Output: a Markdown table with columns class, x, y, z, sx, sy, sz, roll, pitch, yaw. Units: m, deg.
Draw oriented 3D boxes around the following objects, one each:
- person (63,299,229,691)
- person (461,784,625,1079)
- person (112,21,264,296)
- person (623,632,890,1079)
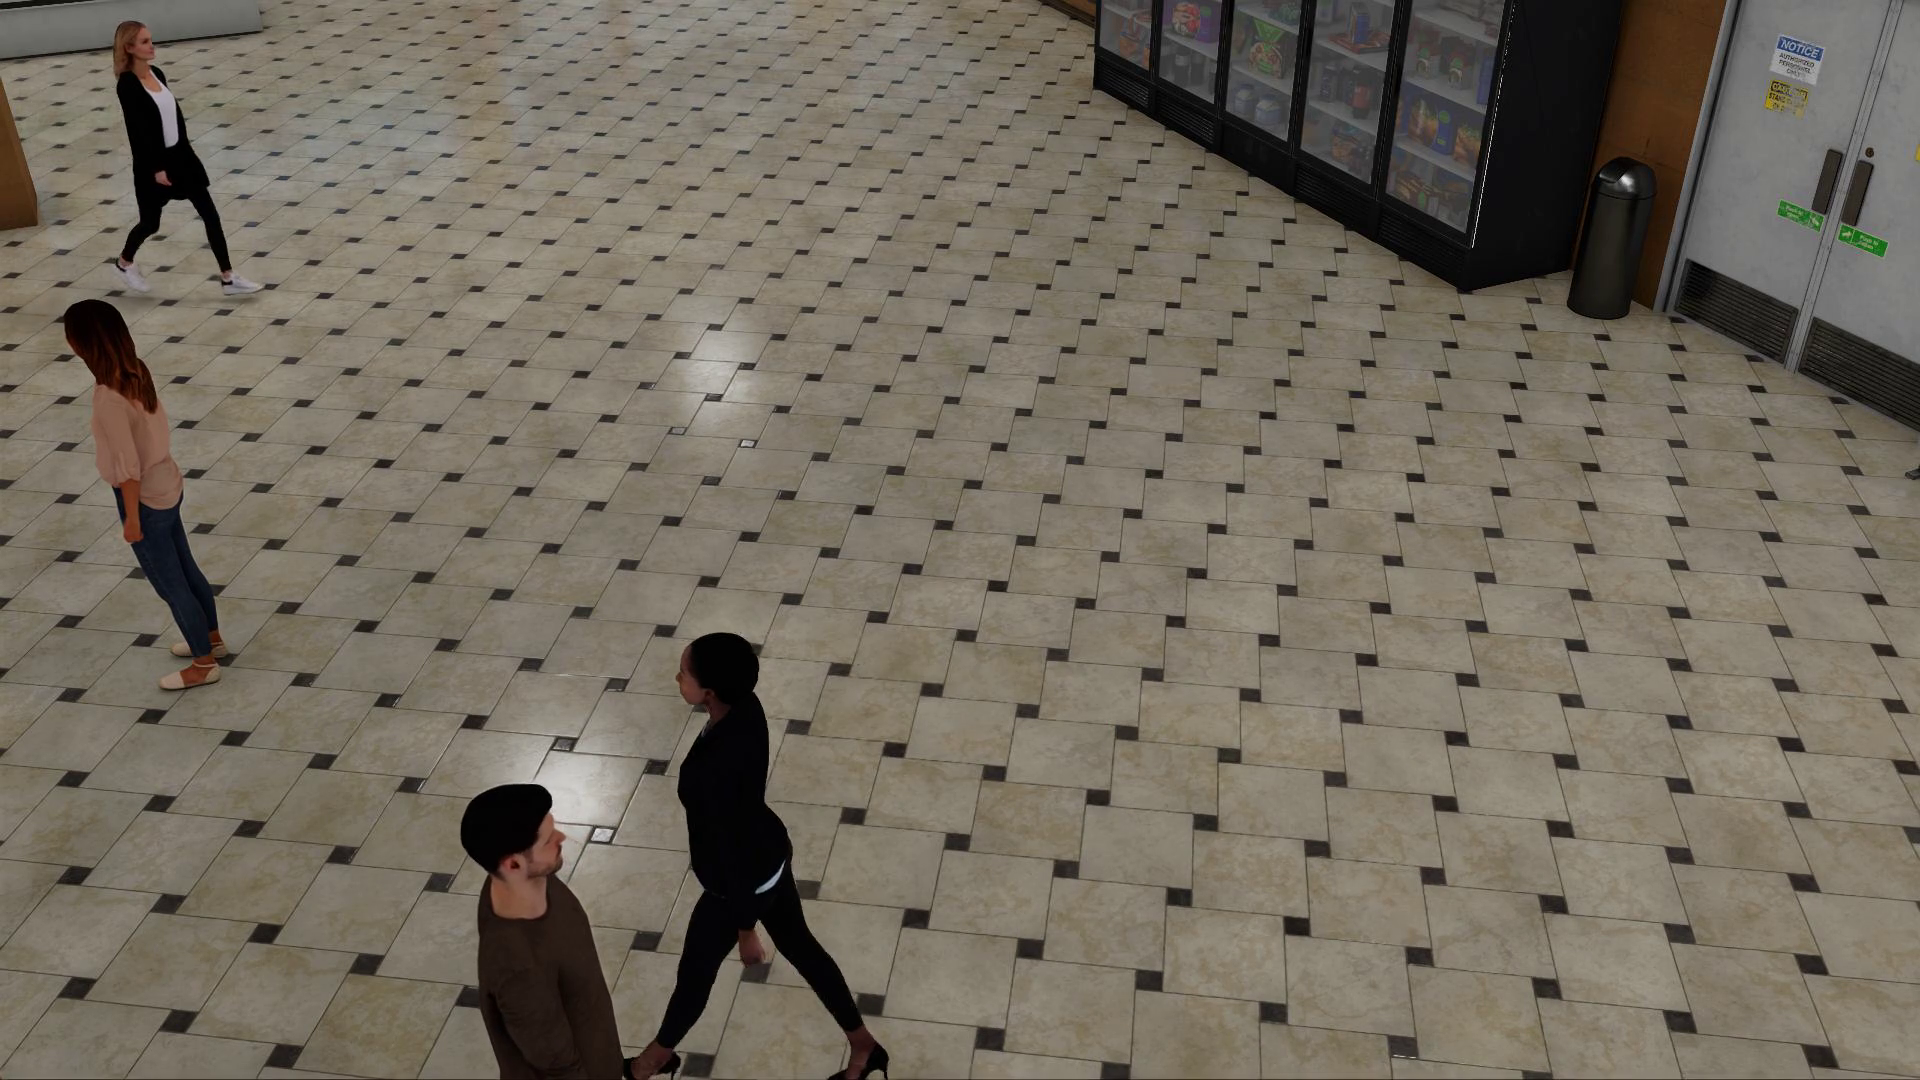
| class | x | y | z | sx | sy | sz | roll | pitch | yaw |
| --- | --- | --- | --- | --- | --- | --- | --- | --- | --- |
| person | -3.397 | -0.177 | 6.982 | 0.608 | 1.792 | 0.647 | -5 | 32 | -8 |
| person | -1.056 | 1.397 | 4.361 | 0.608 | 1.889 | 0.675 | -10 | 33 | -15 |
| person | -5.100 | -2.326 | 10.465 | 1.241 | 1.760 | 1.096 | 7 | 33 | 12 |
| person | -0.550 | 1.067 | 4.996 | 1.227 | 1.777 | 1.037 | 4 | 32 | 7 |
